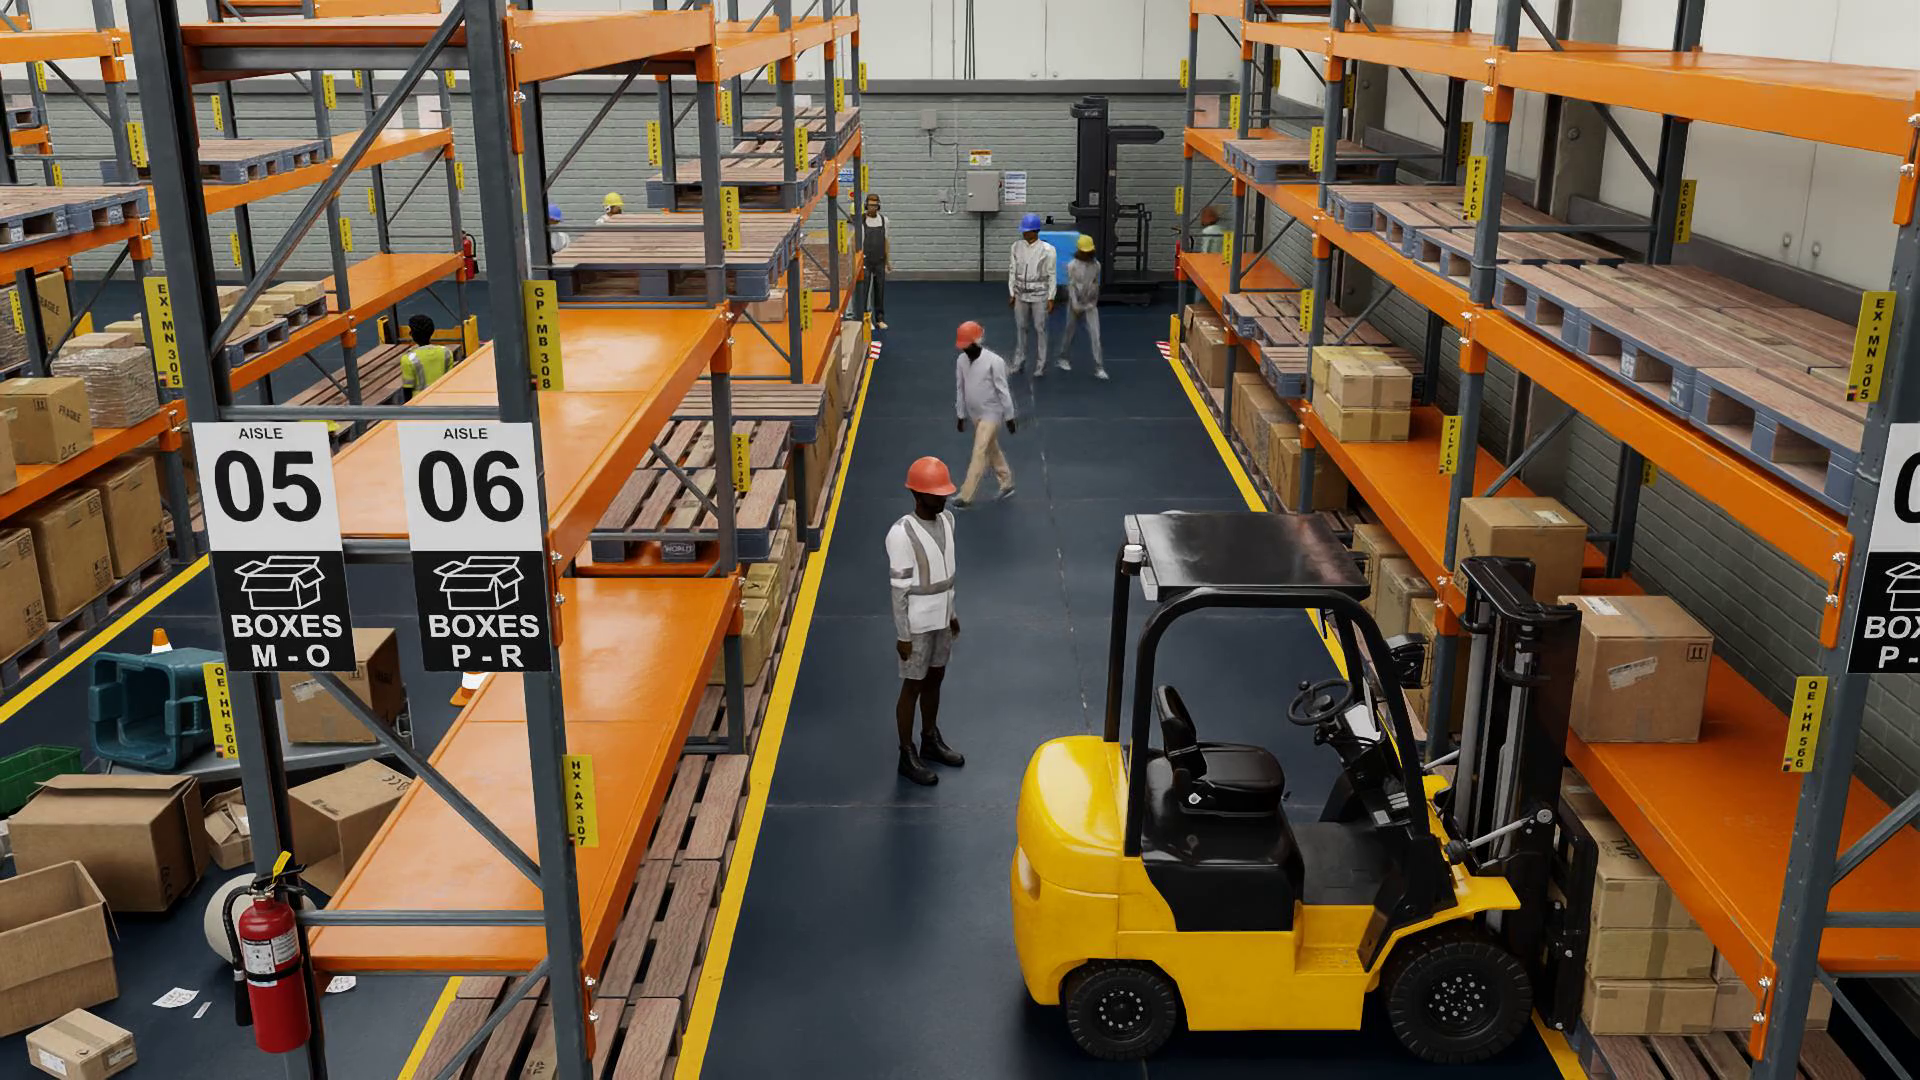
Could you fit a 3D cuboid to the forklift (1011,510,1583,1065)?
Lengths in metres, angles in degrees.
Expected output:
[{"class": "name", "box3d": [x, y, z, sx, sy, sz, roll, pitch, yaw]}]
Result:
[{"class": "forklift", "box3d": [1.387, 1.055, 7.378, 2.313, 2.155, 1.214, 0, 18, 0]}]

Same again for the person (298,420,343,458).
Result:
[{"class": "person", "box3d": [-4.342, -0.070, 11.463, 0.337, 1.760, 0.541, -1, 18, -3]}]

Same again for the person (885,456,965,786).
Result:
[{"class": "person", "box3d": [-0.177, 0.452, 9.601, 0.356, 1.937, 0.552, 12, 22, 32]}]

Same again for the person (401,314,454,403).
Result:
[{"class": "person", "box3d": [-4.747, -1.181, 14.924, 0.320, 1.693, 0.534, 13, 23, 35]}]

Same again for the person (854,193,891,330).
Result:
[{"class": "person", "box3d": [-1.178, -3.743, 22.434, 0.515, 1.842, 0.329, -8, 20, -24]}]

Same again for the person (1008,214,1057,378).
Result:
[{"class": "person", "box3d": [0.849, -2.889, 19.699, 0.604, 1.942, 0.402, 10, 21, 27]}]

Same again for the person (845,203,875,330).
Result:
[{"class": "person", "box3d": [-1.359, -3.688, 22.440, 0.489, 1.735, 0.322, -4, 19, -11]}]

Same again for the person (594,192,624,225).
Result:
[{"class": "person", "box3d": [-4.665, -3.790, 22.595, 0.404, 1.833, 0.590, 9, 20, 26]}]

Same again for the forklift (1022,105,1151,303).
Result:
[{"class": "forklift", "box3d": [1.857, -4.944, 24.441, 1.873, 2.768, 1.129, 0, 18, 0]}]

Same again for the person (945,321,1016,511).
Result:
[{"class": "person", "box3d": [0.189, -1.111, 14.746, 0.930, 1.670, 0.621, -14, 23, -37]}]

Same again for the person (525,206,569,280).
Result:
[{"class": "person", "box3d": [-4.984, -3.147, 20.556, 0.783, 1.891, 0.649, 17, 25, 42]}]

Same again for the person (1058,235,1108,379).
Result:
[{"class": "person", "box3d": [1.462, -2.810, 19.870, 0.473, 1.685, 0.892, -7, 19, -20]}]
